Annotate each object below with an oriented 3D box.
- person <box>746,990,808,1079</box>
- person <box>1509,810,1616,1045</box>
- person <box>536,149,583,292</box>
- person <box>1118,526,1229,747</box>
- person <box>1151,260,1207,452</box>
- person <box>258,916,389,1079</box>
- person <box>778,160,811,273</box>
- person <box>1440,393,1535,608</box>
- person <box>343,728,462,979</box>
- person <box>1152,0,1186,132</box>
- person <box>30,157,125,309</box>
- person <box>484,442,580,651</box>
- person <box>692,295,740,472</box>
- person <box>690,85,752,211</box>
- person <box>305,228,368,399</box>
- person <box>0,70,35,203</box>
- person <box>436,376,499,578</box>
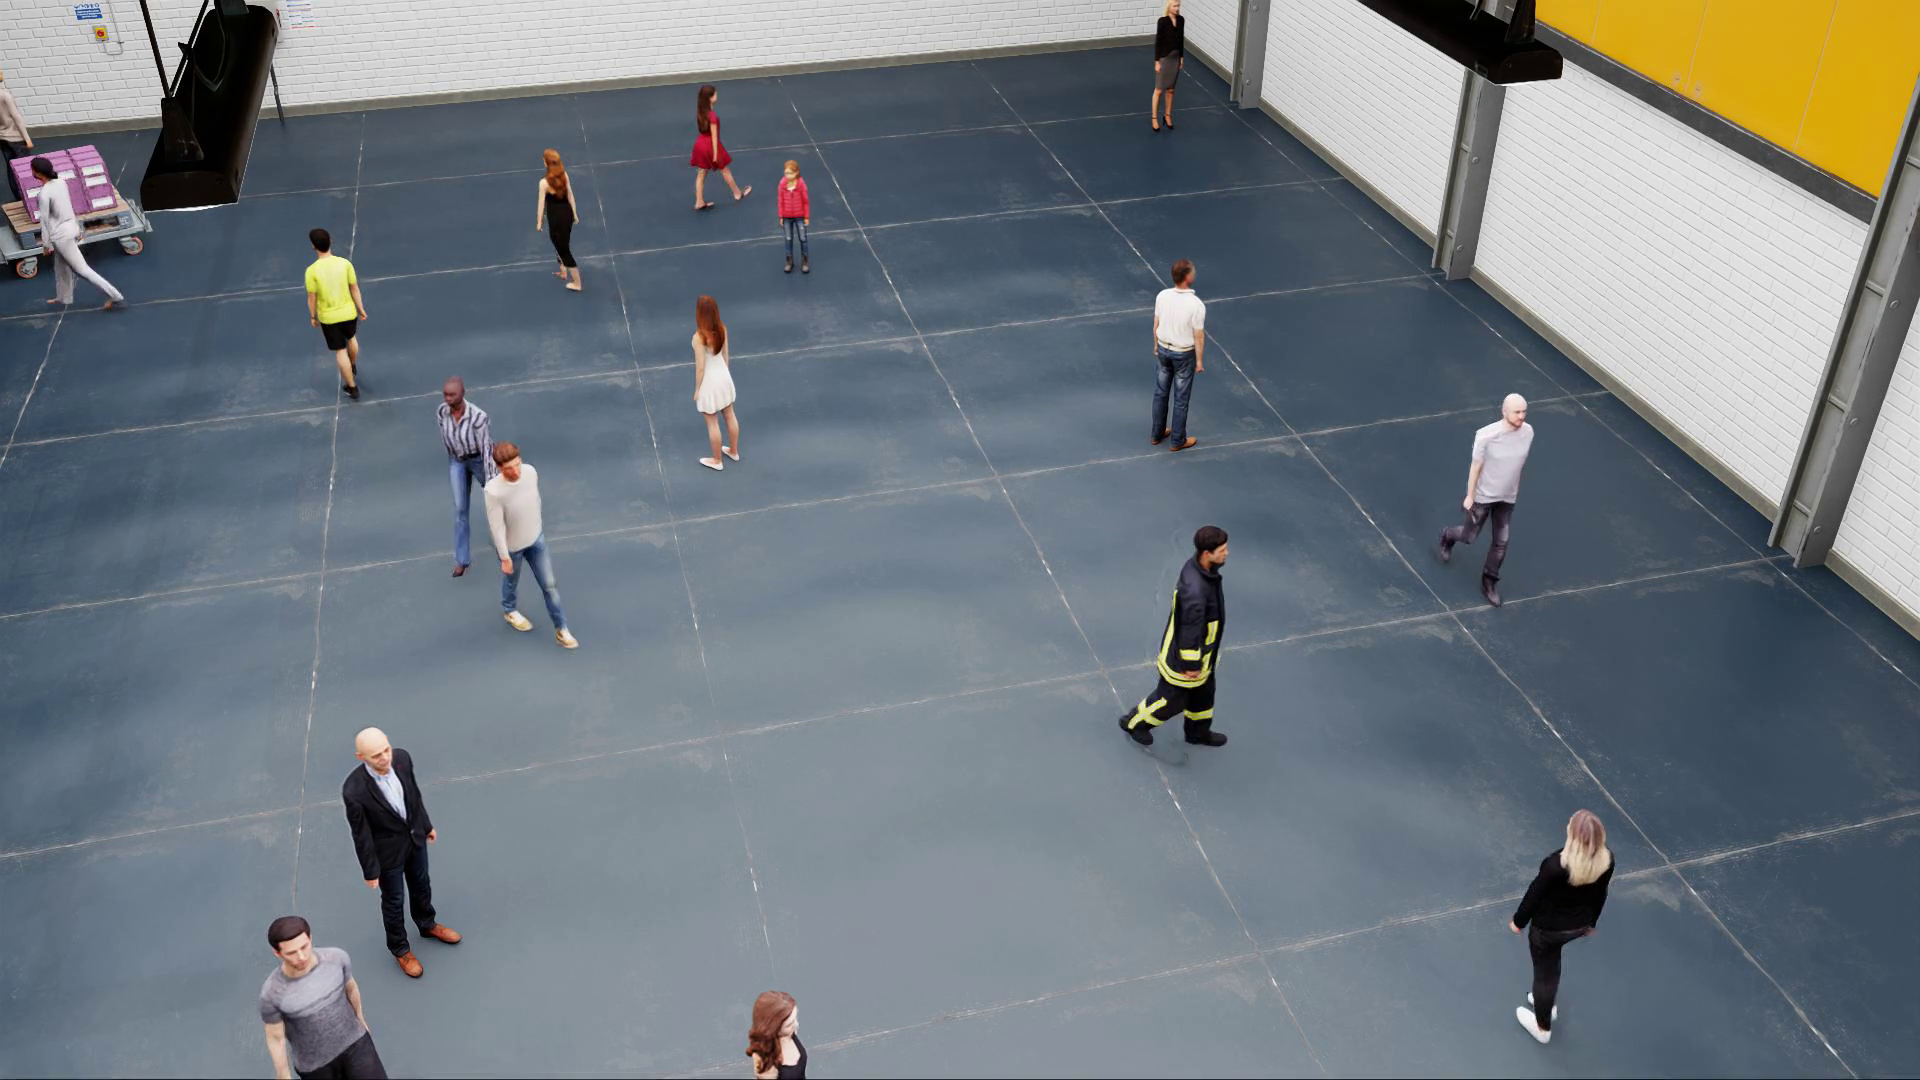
[{"bbox_3d":[-0.926,2.941,8.508,0.717,1.745,0.589,5,34,8],"label":"person"},{"bbox_3d":[3.501,2.287,9.558,0.647,1.672,0.633,-13,36,-19],"label":"person"},{"bbox_3d":[-4.342,-3.489,18.306,0.898,1.607,0.828,19,38,26],"label":"person"},{"bbox_3d":[1.567,0.709,11.714,1.155,1.914,1.138,9,35,14],"label":"person"},{"bbox_3d":[1.993,-1.716,15.419,0.707,1.851,0.808,24,41,32],"label":"person"},{"bbox_3d":[-3.417,2.647,8.877,0.983,1.826,1.278,-23,40,-31],"label":"person"},{"bbox_3d":[-1.875,-3.677,18.853,0.566,1.315,0.574,1,34,2],"label":"person"},{"bbox_3d":[4.270,-0.407,13.489,0.700,1.807,1.077,-7,34,-10],"label":"person"},{"bbox_3d":[-3.424,1.844,10.110,0.817,1.799,0.763,18,38,25],"label":"person"},{"bbox_3d":[2.817,-6.470,22.581,0.662,1.840,0.627,-17,37,-24],"label":"person"},{"bbox_3d":[-9.551,-3.267,17.882,0.919,1.707,1.149,0,34,0],"label":"person"},{"bbox_3d":[-3.456,-0.019,12.876,1.245,1.841,1.069,23,40,30],"label":"person"},{"bbox_3d":[-2.234,-1.442,15.132,0.685,1.712,0.648,25,41,33],"label":"person"},{"bbox_3d":[-3.123,-4.762,20.303,0.895,1.518,0.995,-27,42,-35],"label":"person"},{"bbox_3d":[-6.089,-2.199,16.309,0.885,1.670,1.106,-22,39,-29],"label":"person"},{"bbox_3d":[-11.481,-4.853,20.126,0.744,1.865,0.763,12,35,17],"label":"person"},{"bbox_3d":[-4.021,-0.621,13.882,1.006,1.729,1.320,6,34,9],"label":"person"}]
